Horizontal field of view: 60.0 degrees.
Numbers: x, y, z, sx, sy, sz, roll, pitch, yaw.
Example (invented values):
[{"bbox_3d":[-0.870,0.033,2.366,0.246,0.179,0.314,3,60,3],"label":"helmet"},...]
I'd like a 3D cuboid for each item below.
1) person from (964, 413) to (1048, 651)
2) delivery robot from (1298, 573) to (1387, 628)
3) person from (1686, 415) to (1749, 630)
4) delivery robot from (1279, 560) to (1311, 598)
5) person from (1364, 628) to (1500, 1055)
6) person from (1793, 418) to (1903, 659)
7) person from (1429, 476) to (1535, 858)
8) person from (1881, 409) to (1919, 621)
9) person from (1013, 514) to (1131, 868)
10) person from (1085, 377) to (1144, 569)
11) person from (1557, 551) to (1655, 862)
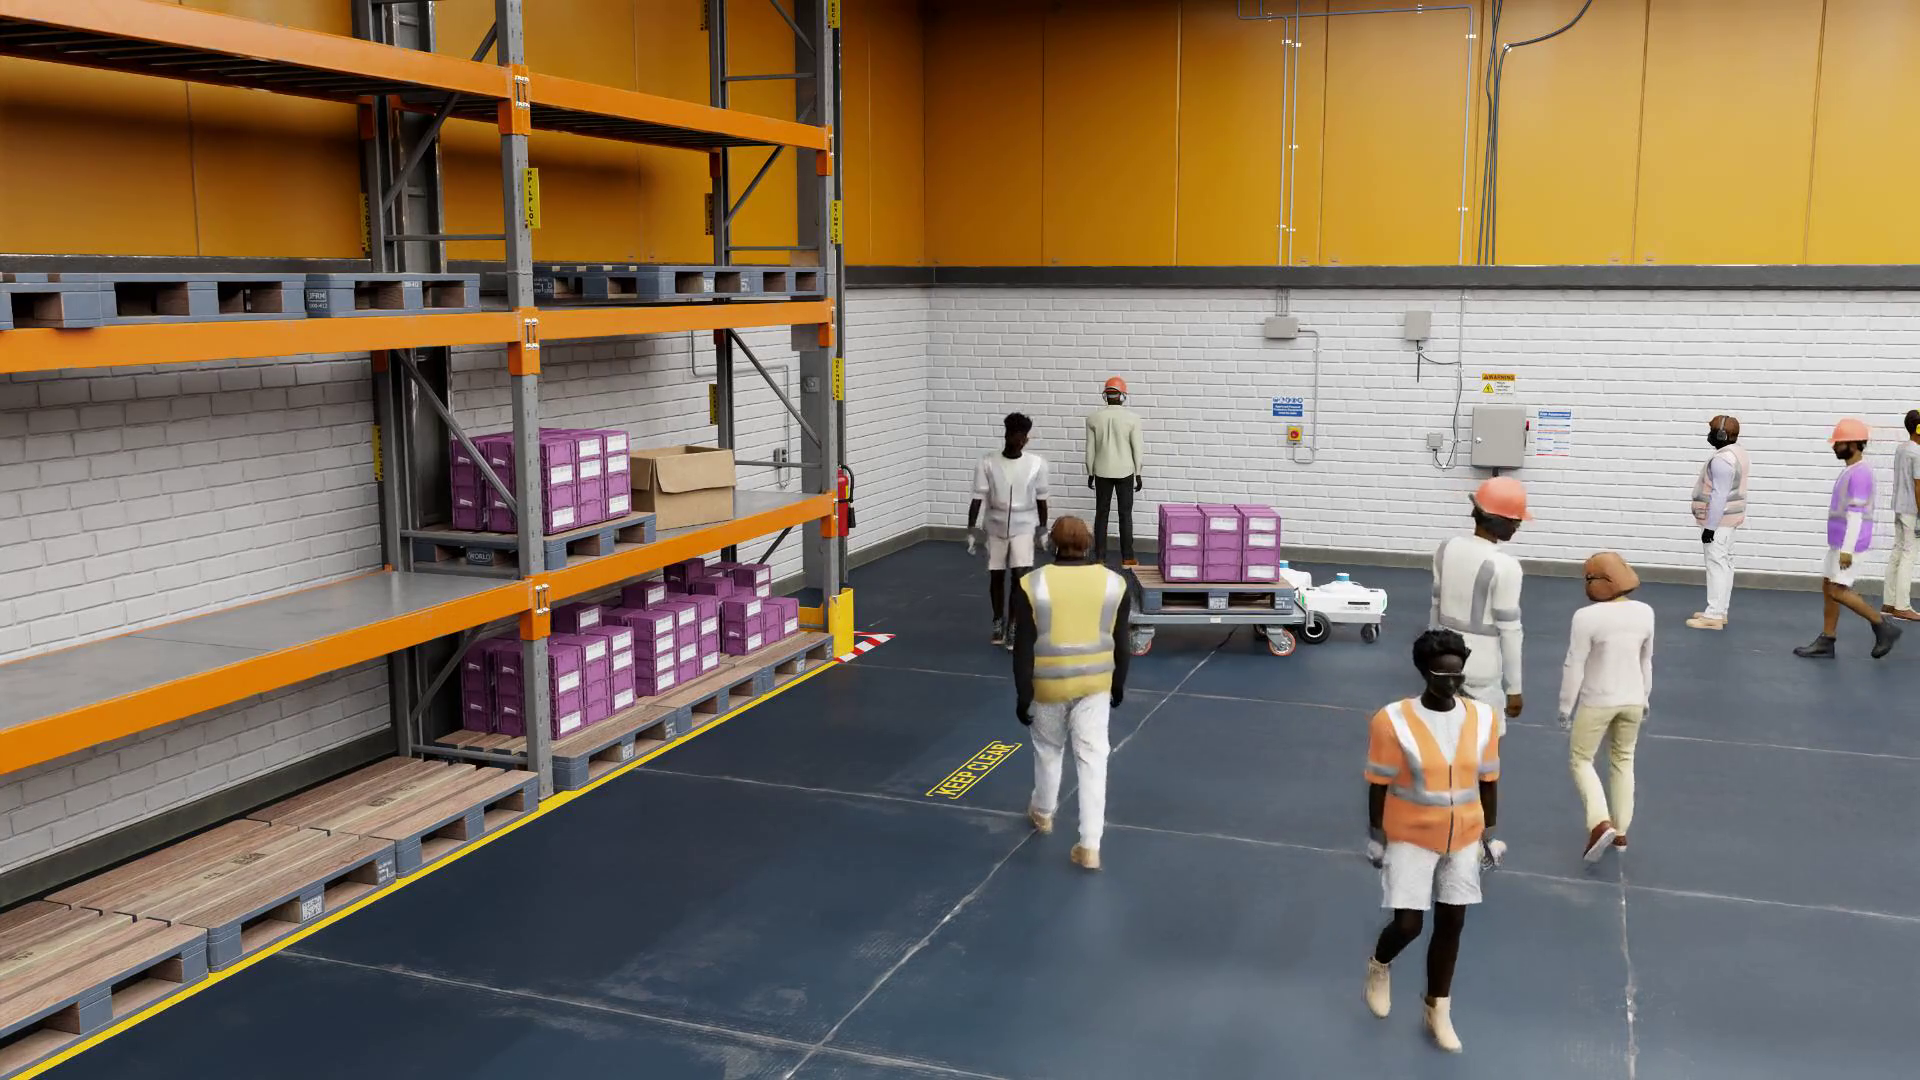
[{"bbox_3d":[0.378,-0.057,13.434,0.683,1.918,0.840,1,9,4],"label":"person"},{"bbox_3d":[3.174,0.519,13.812,0.707,0.478,0.477,1,9,8],"label":"delivery robot"},{"bbox_3d":[6.515,-0.154,14.312,0.429,1.844,0.626,6,11,35],"label":"person"},{"bbox_3d":[2.790,0.421,14.431,0.477,0.478,0.707,5,10,29],"label":"delivery robot"},{"bbox_3d":[1.851,1.164,6.525,0.536,1.688,0.392,-2,9,-10],"label":"person"},{"bbox_3d":[6.981,0.013,12.999,0.650,1.923,0.563,3,10,18],"label":"person"},{"bbox_3d":[2.670,0.666,8.650,0.471,2.018,0.637,-4,10,-22],"label":"person"},{"bbox_3d":[8.398,-0.226,14.668,0.328,1.872,0.513,1,9,8],"label":"person"},{"bbox_3d":[0.581,0.759,8.735,0.648,1.791,0.958,-1,9,-7],"label":"person"},{"bbox_3d":[1.604,-0.693,17.236,0.611,1.986,0.392,3,10,19],"label":"person"},{"bbox_3d":[3.391,0.872,8.611,0.528,1.625,0.574,-1,9,-7],"label":"person"}]
